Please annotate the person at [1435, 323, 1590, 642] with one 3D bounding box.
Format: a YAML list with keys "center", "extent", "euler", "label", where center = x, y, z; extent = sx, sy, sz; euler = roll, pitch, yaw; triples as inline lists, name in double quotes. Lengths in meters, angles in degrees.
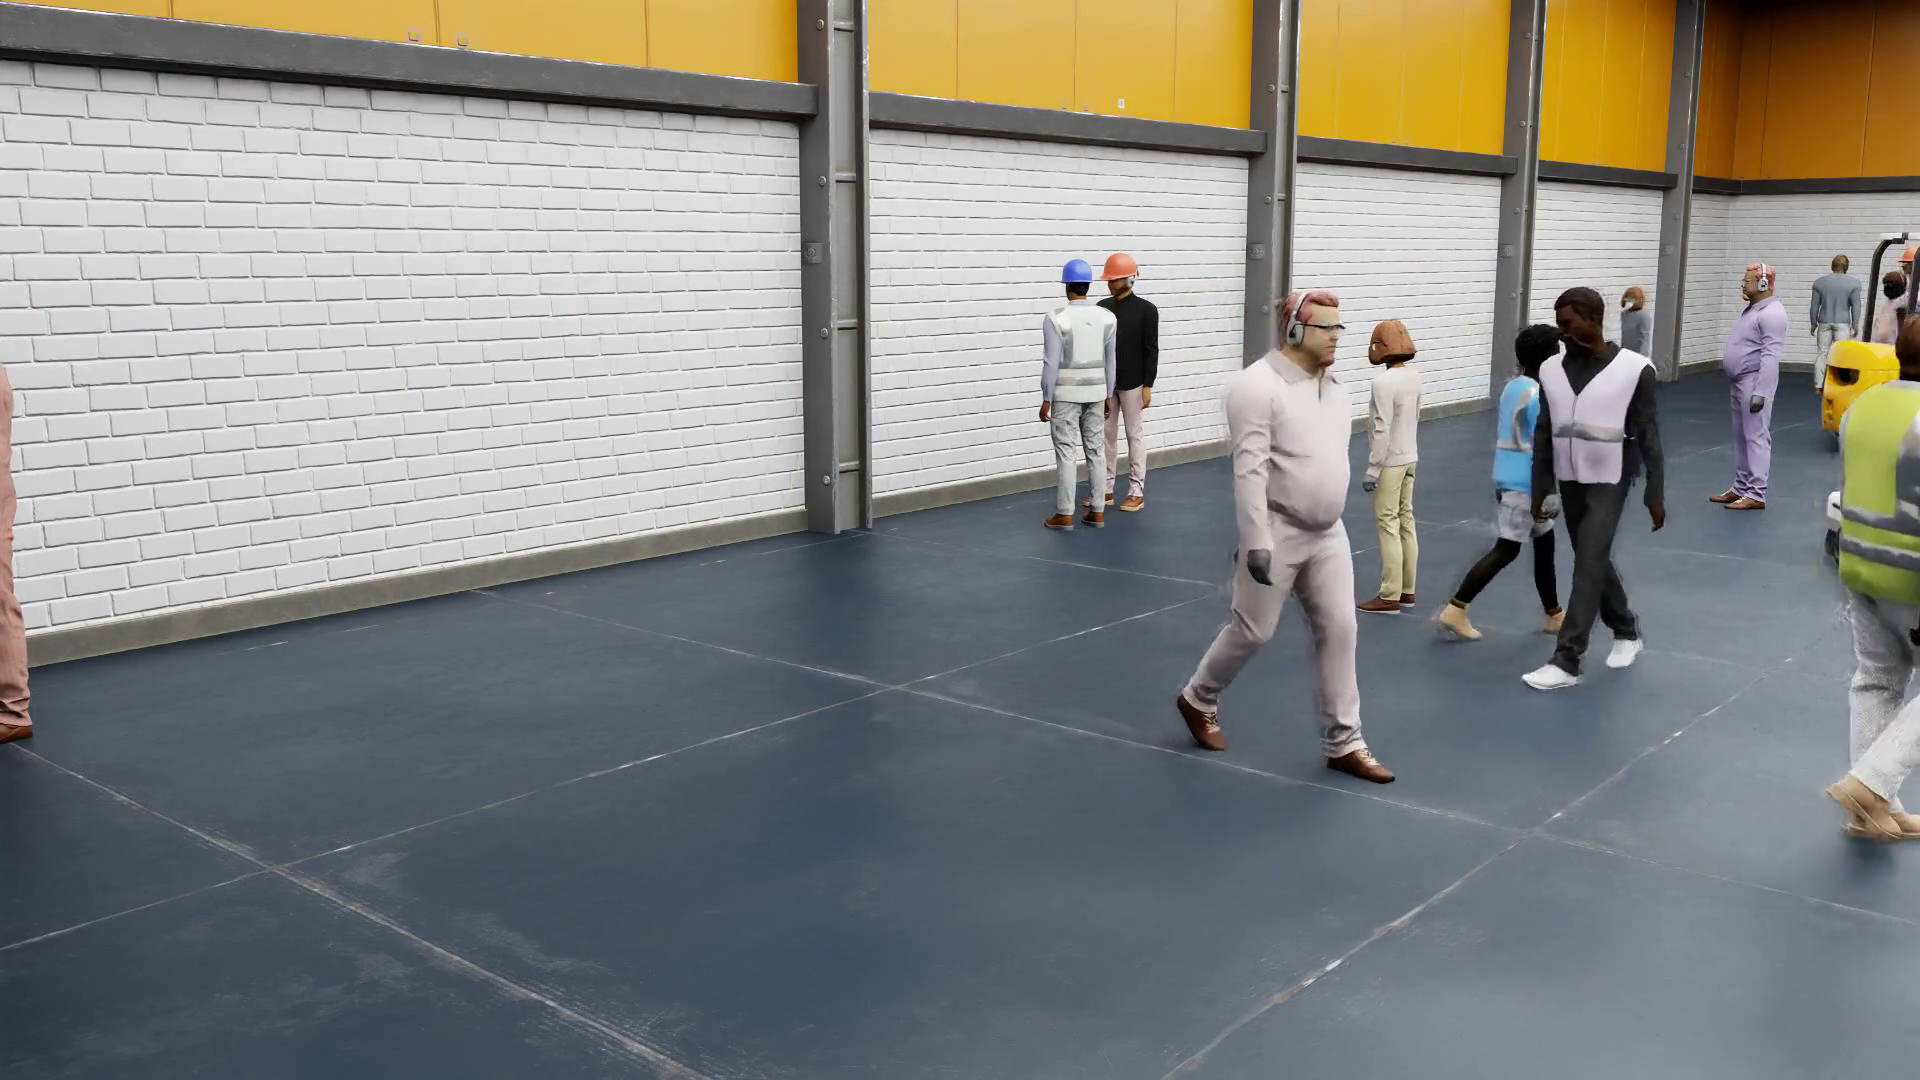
- center: [2.868, -0.282, 8.561]
  extent: [0.855, 1.665, 0.535]
  euler: [1, 10, 3]
  label: "person"

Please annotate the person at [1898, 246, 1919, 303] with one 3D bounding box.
- center: [11.413, -2.498, 20.019]
  extent: [0.374, 2.044, 0.606]
  euler: [7, 12, 36]
  label: "person"

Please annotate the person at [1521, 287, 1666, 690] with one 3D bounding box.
- center: [3.002, -0.260, 7.857]
  extent: [0.988, 1.861, 0.632]
  euler: [-7, 12, -34]
  label: "person"

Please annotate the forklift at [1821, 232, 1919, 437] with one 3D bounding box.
- center: [9.955, -1.972, 16.595]
  extent: [2.313, 2.155, 1.214]
  euler: [1, 10, 8]
  label: "forklift"

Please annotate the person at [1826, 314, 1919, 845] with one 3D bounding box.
- center: [3.194, 0.144, 5.596]
  extent: [0.436, 1.828, 0.629]
  euler: [-1, 10, -8]
  label: "person"

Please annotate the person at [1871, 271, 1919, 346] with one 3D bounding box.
- center: [9.806, -1.948, 17.649]
  extent: [0.952, 1.780, 0.610]
  euler: [0, 10, 0]
  label: "person"

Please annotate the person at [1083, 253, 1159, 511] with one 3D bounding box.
- center: [1.237, -1.217, 12.888]
  extent: [0.609, 1.986, 0.391]
  euler: [8, 13, 38]
  label: "person"

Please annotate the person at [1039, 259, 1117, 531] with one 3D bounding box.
- center: [0.842, -1.040, 11.988]
  extent: [0.618, 1.945, 0.394]
  euler: [-5, 11, -27]
  label: "person"

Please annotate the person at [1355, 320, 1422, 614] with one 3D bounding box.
- center: [2.396, -0.403, 9.278]
  extent: [0.281, 1.625, 0.505]
  euler: [8, 13, 38]
  label: "person"

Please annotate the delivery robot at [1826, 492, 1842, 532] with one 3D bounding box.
- center: [5.852, -0.161, 10.685]
  extent: [0.477, 0.478, 0.707]
  euler: [2, 10, 10]
  label: "delivery robot"

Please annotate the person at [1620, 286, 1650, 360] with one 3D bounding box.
- center: [7.612, -2.055, 18.724]
  extent: [0.502, 1.603, 0.514]
  euler: [-3, 11, -19]
  label: "person"

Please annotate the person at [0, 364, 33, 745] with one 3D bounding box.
- center: [-4.070, -0.108, 6.787]
  extent: [0.407, 1.913, 0.641]
  euler: [-8, 13, -40]
  label: "person"

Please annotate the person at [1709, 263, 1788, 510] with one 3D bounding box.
- center: [6.157, -1.191, 12.968]
  extent: [0.410, 1.909, 0.643]
  euler: [1, 10, 8]
  label: "person"

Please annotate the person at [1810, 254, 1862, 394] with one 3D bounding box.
- center: [12.116, -2.976, 23.044]
  extent: [0.635, 1.936, 0.351]
  euler: [9, 13, 41]
  label: "person"

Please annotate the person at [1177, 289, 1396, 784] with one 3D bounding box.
- center: [1.276, -0.035, 6.474]
  extent: [0.647, 1.876, 0.888]
  euler: [-6, 12, -32]
  label: "person"
